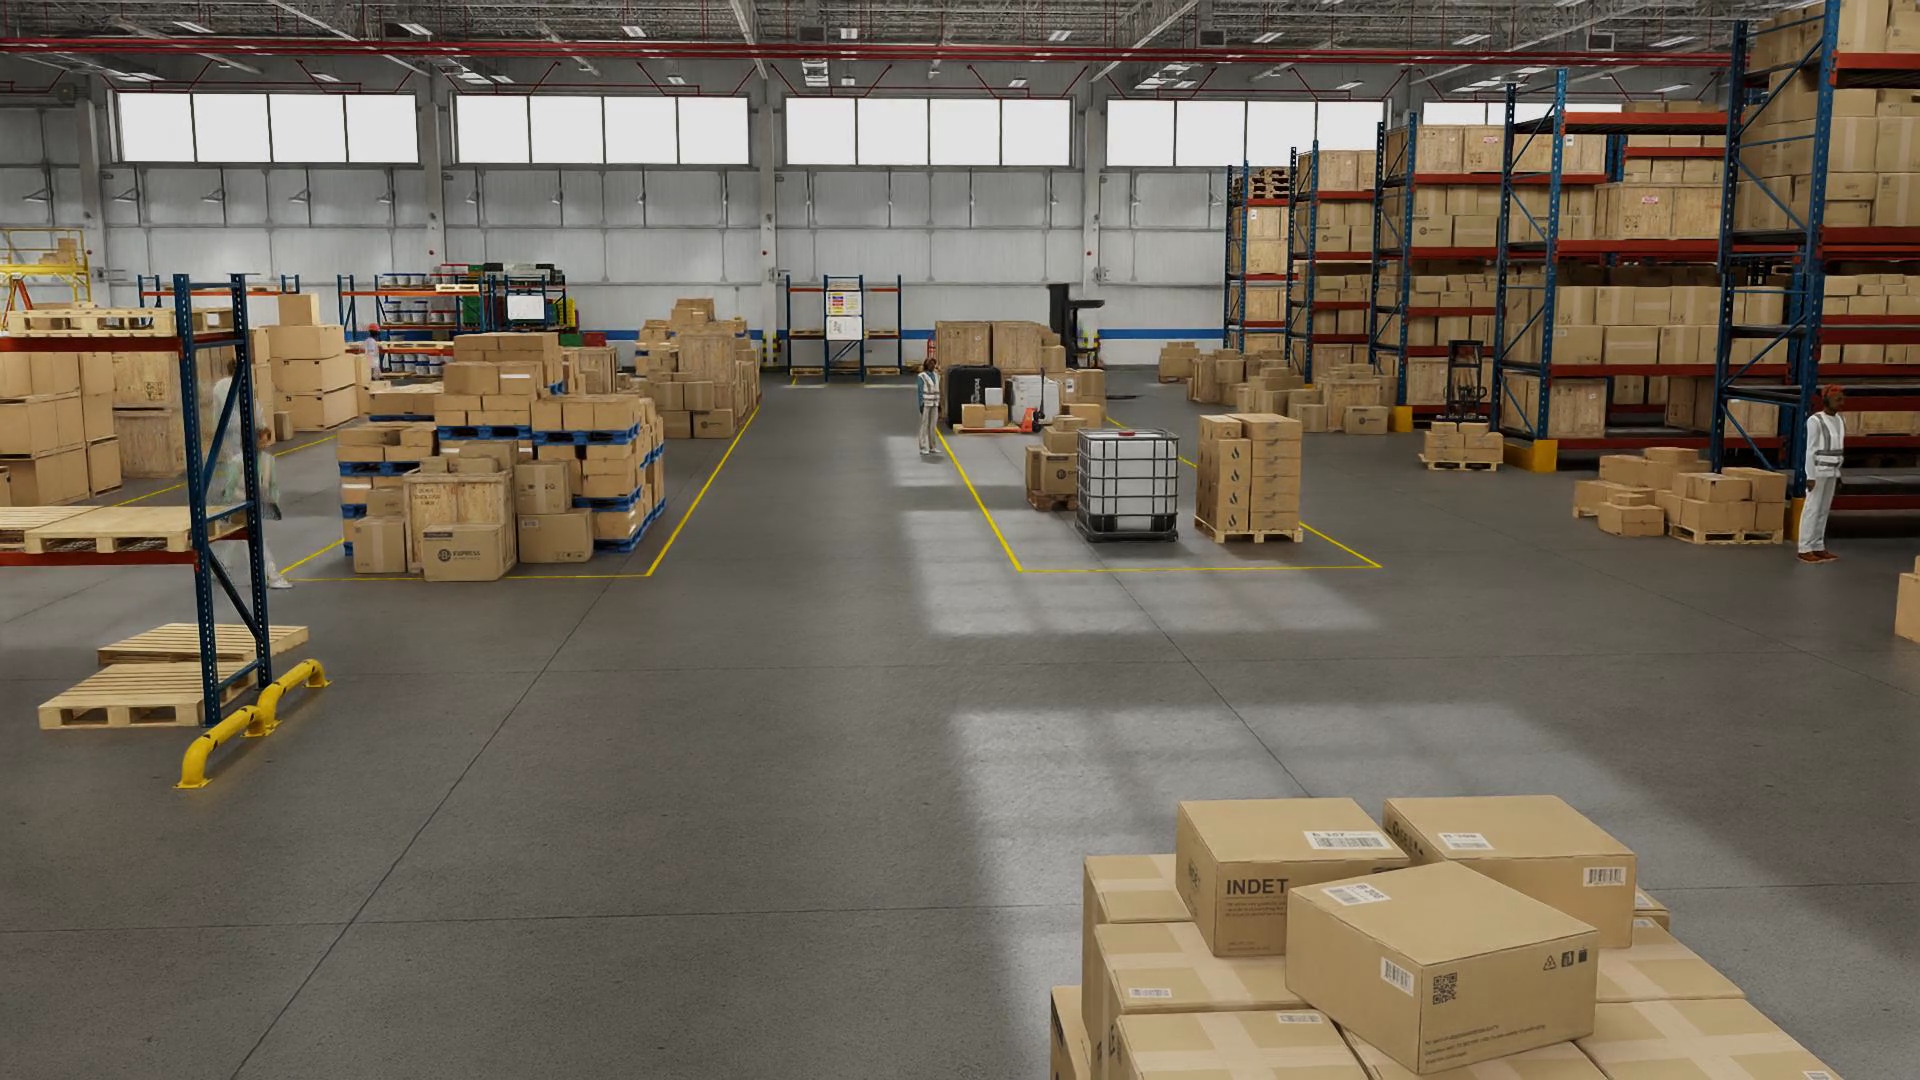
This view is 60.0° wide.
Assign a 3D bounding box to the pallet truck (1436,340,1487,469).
[{"bbox_3d":[8.004,-2.170,26.422,0.823,1.965,1.885,2,9,14],"label":"pallet truck"}]

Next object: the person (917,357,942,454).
[{"bbox_3d":[-0.519,-2.273,28.188,0.308,1.641,0.516,8,12,43],"label":"person"}]

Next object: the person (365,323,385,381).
[{"bbox_3d":[-13.485,-4.043,38.417,0.580,1.915,0.564,-4,10,-22],"label":"person"}]

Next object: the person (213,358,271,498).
[{"bbox_3d":[-9.863,-1.547,22.843,0.651,1.881,1.036,4,10,23],"label":"person"}]

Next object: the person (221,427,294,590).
[{"bbox_3d":[-6.893,-0.312,16.093,0.919,1.571,0.521,3,9,17],"label":"person"}]

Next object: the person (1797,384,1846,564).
[{"bbox_3d":[9.094,-0.693,17.506,0.575,1.881,0.356,-6,11,-33],"label":"person"}]

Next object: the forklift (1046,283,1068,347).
[{"bbox_3d":[2.348,-4.768,39.972,1.873,2.768,1.129,2,9,14],"label":"forklift"}]
